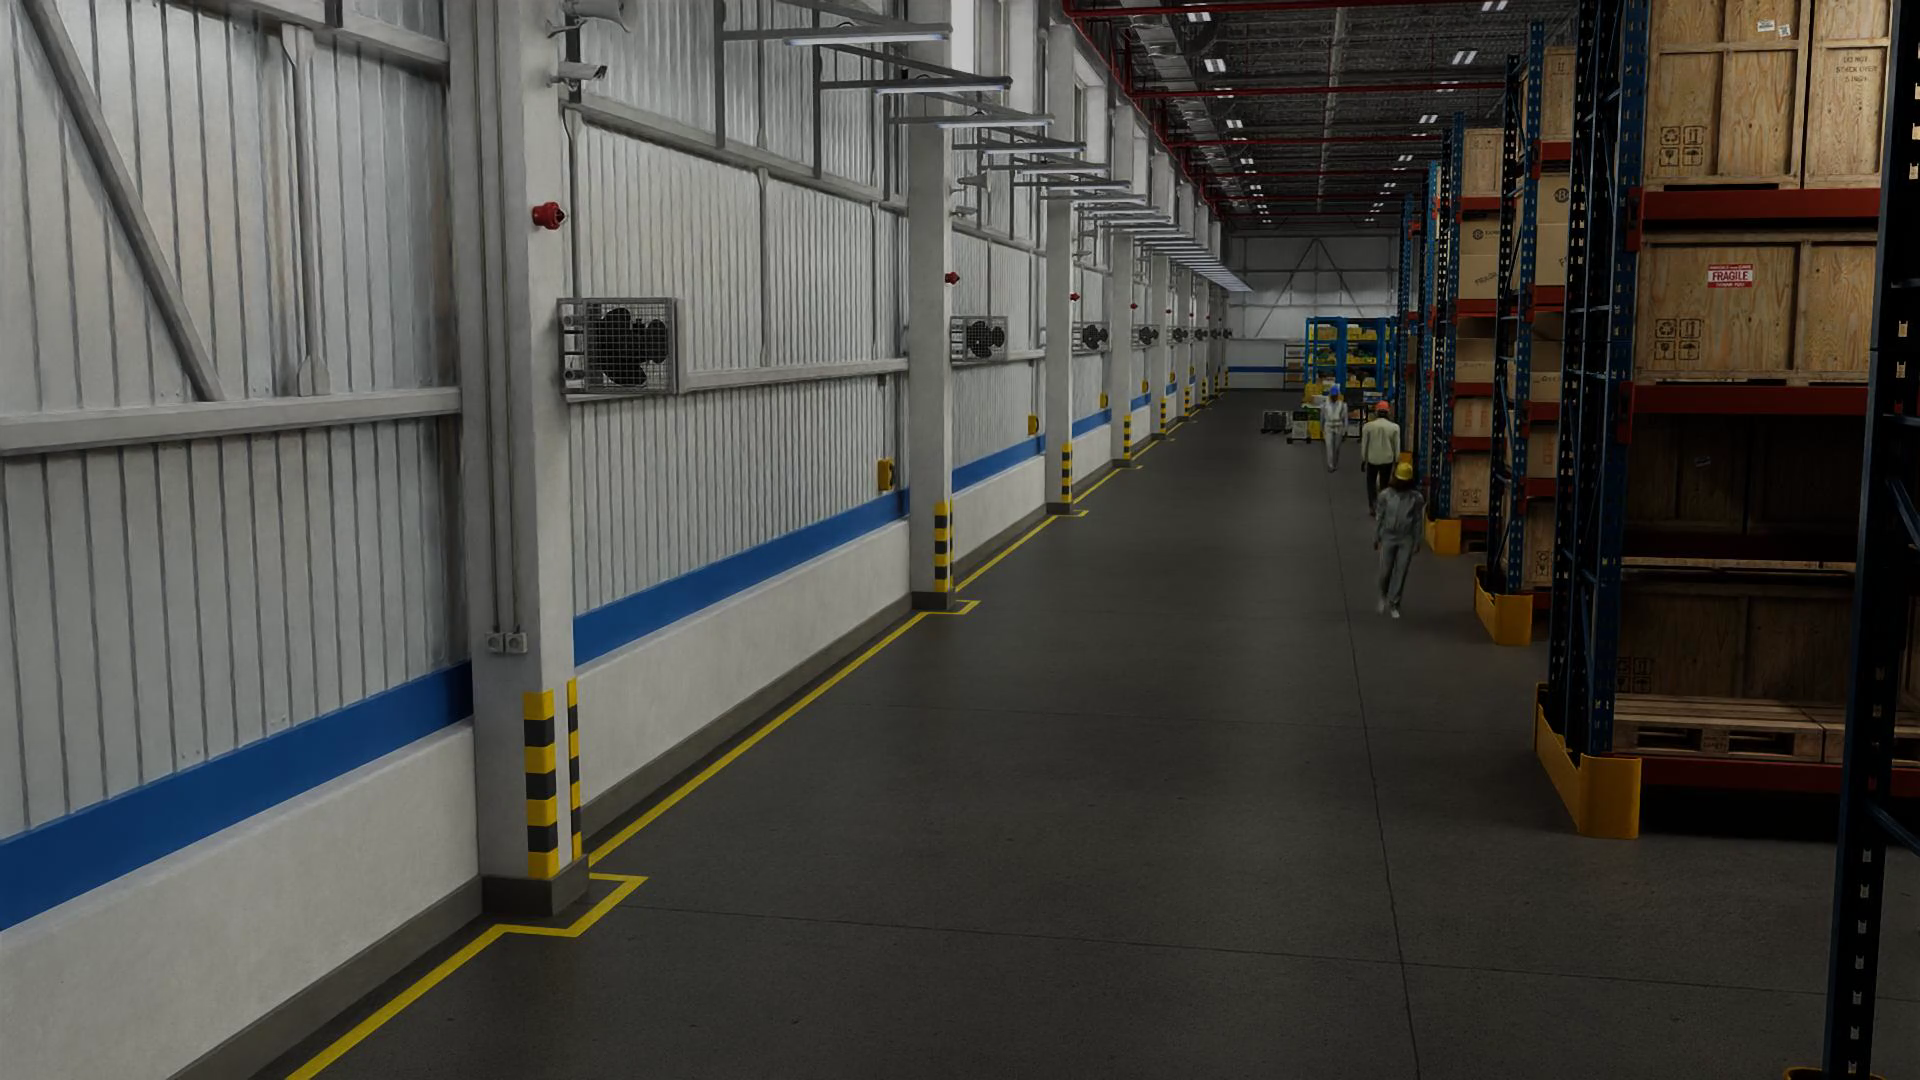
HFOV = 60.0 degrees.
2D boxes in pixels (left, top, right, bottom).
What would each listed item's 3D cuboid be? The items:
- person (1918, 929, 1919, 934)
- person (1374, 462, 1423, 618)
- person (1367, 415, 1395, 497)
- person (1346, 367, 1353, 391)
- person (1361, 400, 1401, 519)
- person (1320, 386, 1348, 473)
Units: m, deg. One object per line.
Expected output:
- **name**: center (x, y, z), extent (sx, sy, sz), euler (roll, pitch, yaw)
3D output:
- **person**: center (5.214, 1.276, 8.181), extent (0.724, 1.617, 0.514), euler (5, 9, 35)
- **person**: center (4.750, 0.003, 18.006), extent (0.497, 1.715, 0.393), euler (1, 7, 6)
- **person**: center (7.890, -1.644, 31.073), extent (0.585, 1.737, 0.377), euler (0, 7, 2)
- **person**: center (14.599, -5.590, 62.233), extent (0.389, 1.850, 0.564), euler (1, 7, 11)
- **person**: center (7.022, -1.342, 27.752), extent (0.651, 1.964, 0.775), euler (1, 7, 11)
- **person**: center (8.287, -2.455, 36.886), extent (0.615, 1.917, 0.897), euler (1, 7, 9)
